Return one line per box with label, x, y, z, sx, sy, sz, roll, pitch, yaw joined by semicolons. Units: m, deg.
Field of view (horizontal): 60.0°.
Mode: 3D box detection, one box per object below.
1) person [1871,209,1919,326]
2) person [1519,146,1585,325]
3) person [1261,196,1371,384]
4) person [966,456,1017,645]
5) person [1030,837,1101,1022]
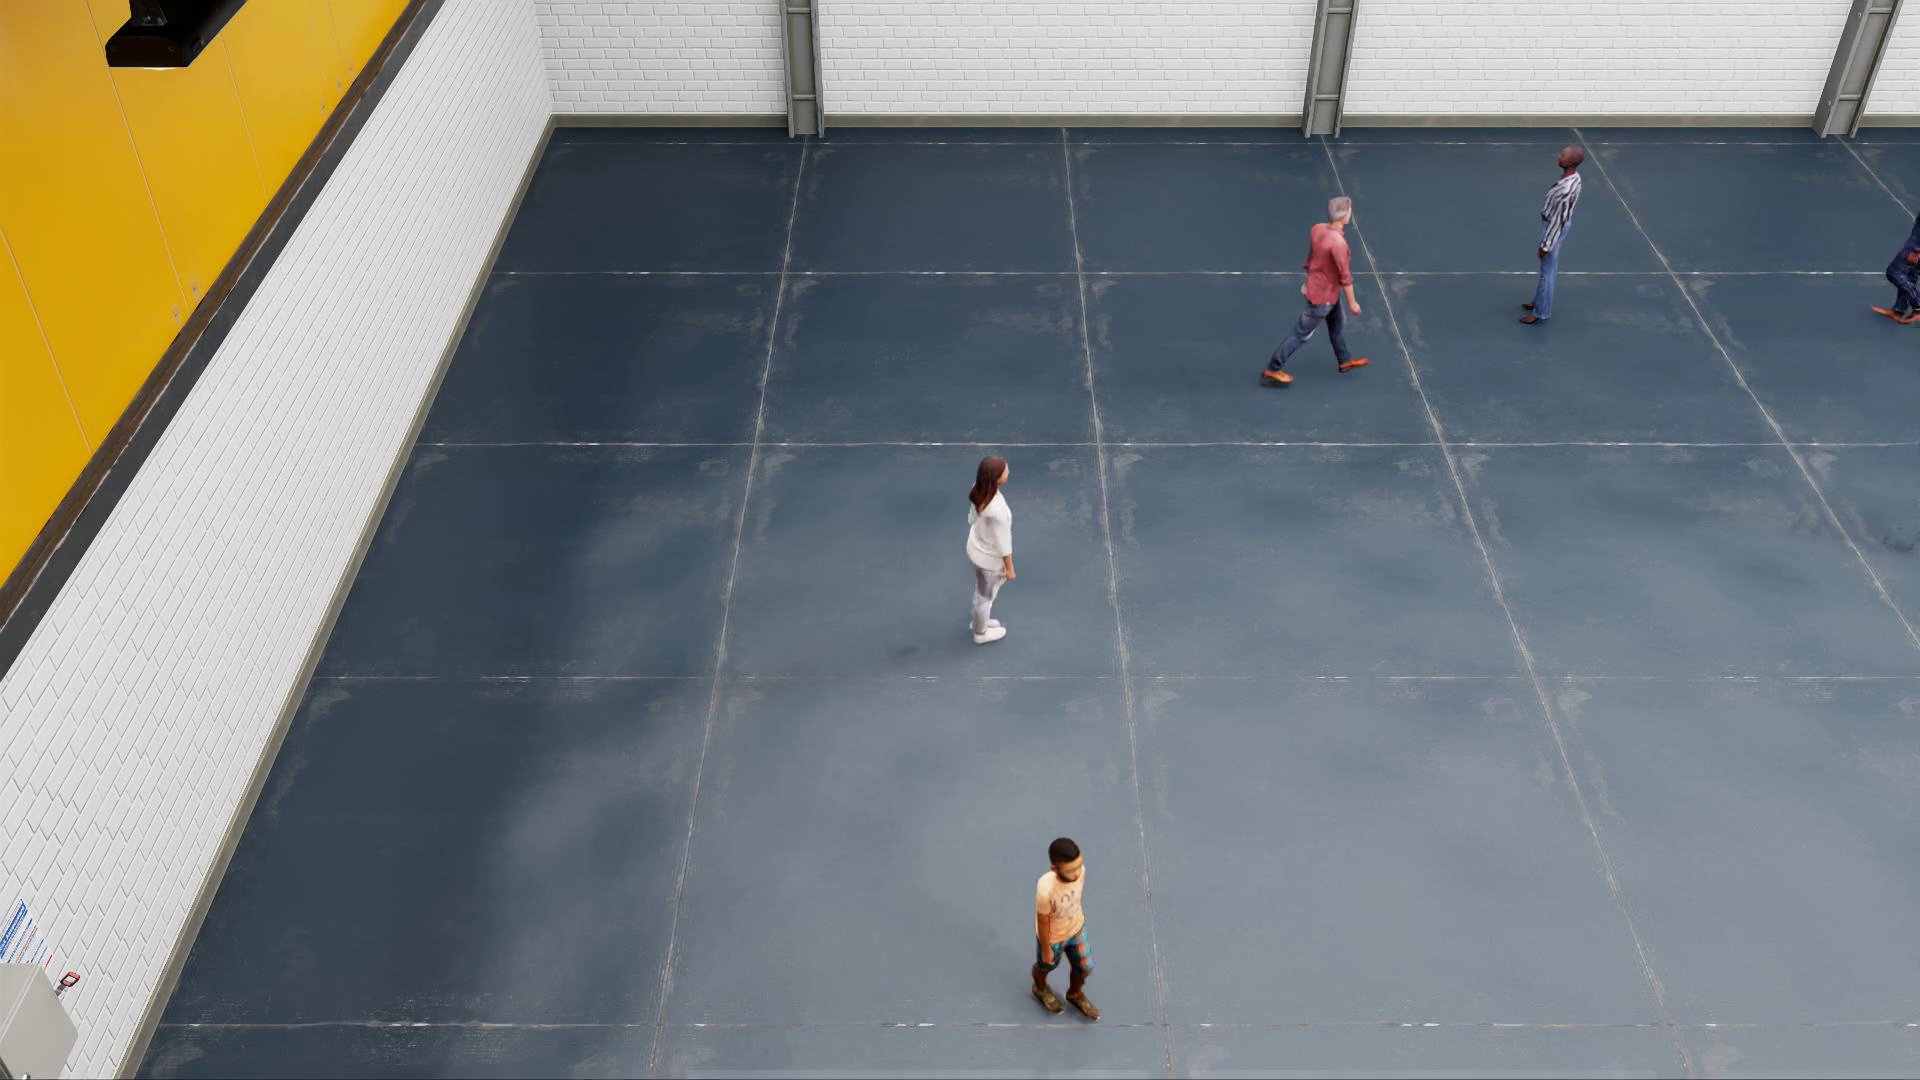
person;9.093;-2.790;15.514;0.924;1.805;0.863;27;46;29
person;5.584;-2.865;15.616;0.675;1.795;0.699;16;41;19
person;3.119;-2.150;14.739;1.268;1.772;0.754;-2;39;-3
person;0.139;0.104;11.987;0.709;1.683;0.712;-14;41;-17
person;0.524;2.193;9.558;0.716;1.451;0.770;-27;46;-30
